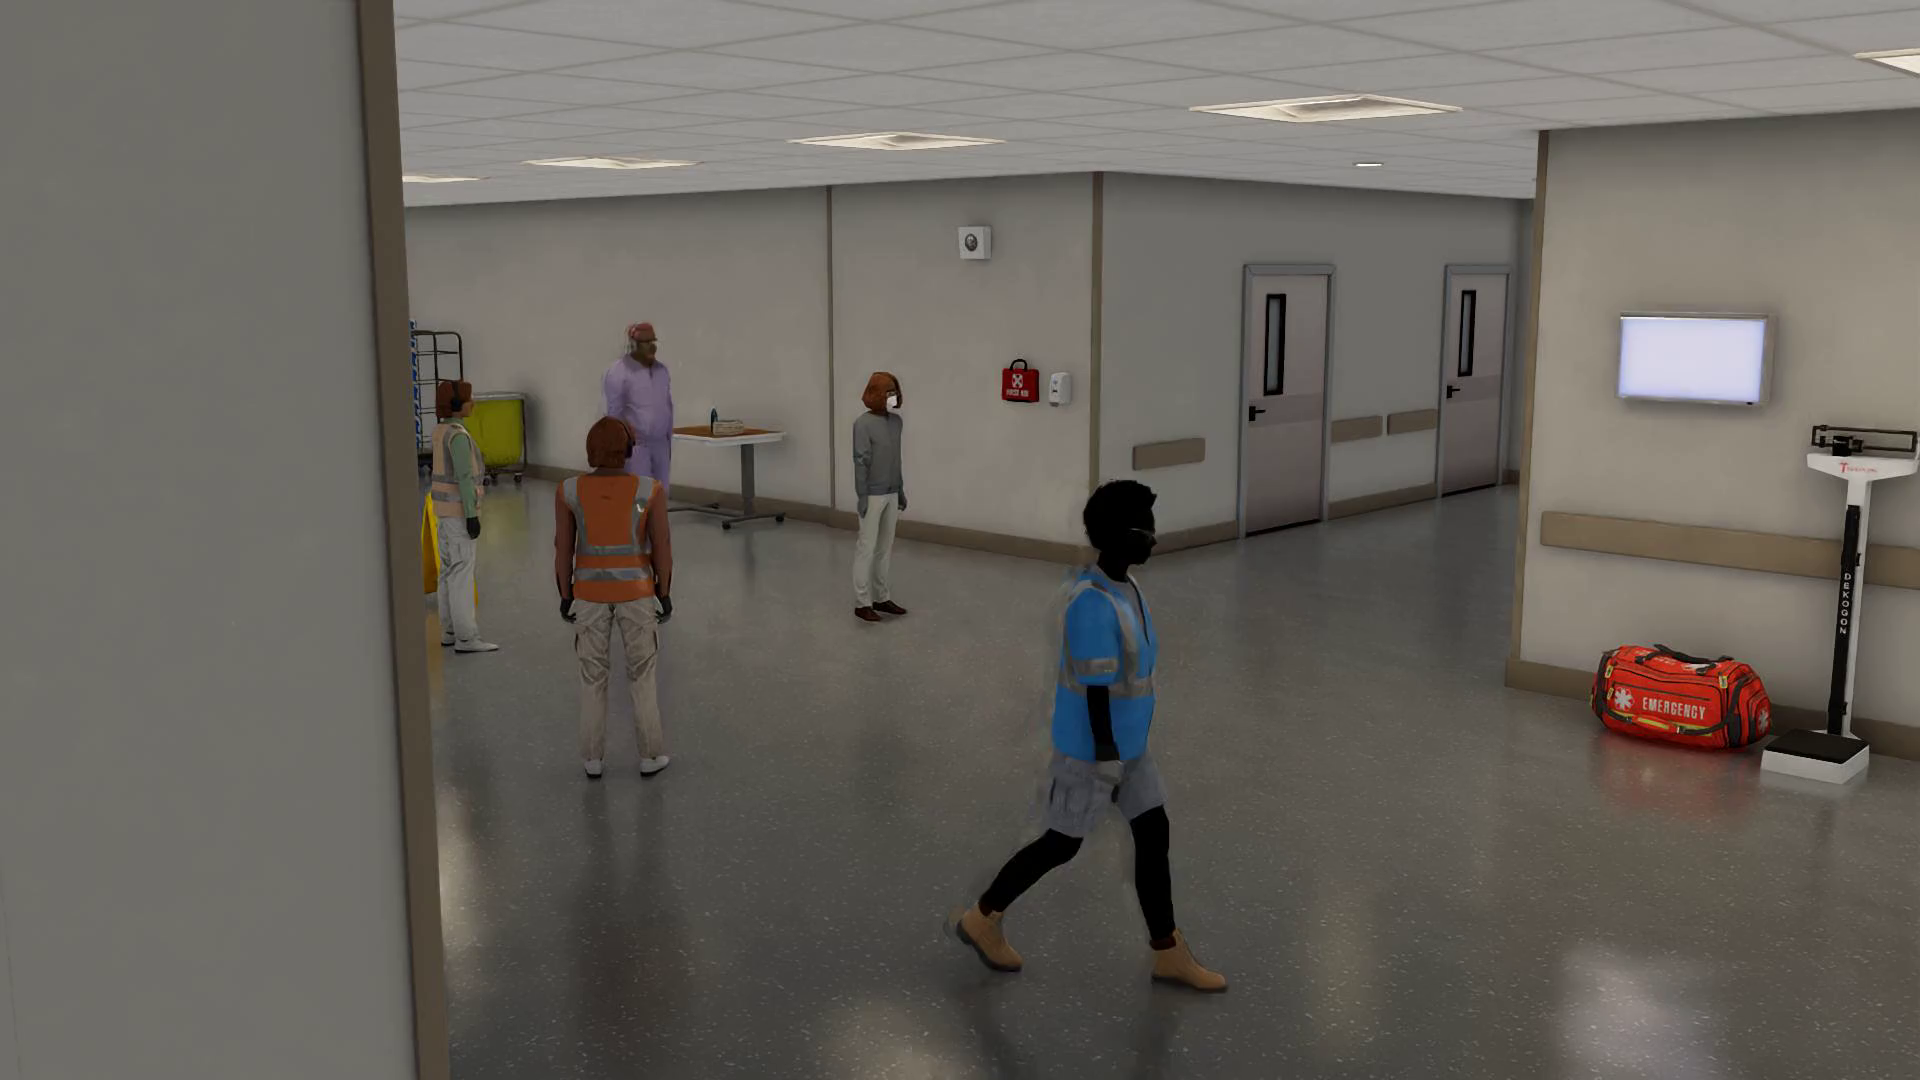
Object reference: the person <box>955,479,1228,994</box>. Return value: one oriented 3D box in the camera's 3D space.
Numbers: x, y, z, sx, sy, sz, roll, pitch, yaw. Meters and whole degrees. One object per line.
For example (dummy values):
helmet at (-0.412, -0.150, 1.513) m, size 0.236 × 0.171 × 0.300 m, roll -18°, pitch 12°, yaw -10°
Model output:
person at (0.400, 0.619, 5.307) m, size 0.869 × 1.660 × 0.525 m, roll 4°, pitch 10°, yaw 22°

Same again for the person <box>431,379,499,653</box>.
person at (-3.018, -0.144, 10.017) m, size 0.310 × 1.642 × 0.514 m, roll -6°, pitch 11°, yaw -33°

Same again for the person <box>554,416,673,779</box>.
person at (-1.559, 0.265, 7.517) m, size 0.523 × 1.638 × 0.310 m, roll -1°, pitch 9°, yaw -4°

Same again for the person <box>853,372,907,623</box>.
person at (-0.521, -0.288, 10.919) m, size 0.269 × 1.632 × 0.504 m, roll 6°, pitch 11°, yaw 32°

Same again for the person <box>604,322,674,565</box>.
person at (-2.531, -0.757, 13.024) m, size 0.667 × 1.891 × 0.656 m, roll 6°, pitch 11°, yaw 35°
